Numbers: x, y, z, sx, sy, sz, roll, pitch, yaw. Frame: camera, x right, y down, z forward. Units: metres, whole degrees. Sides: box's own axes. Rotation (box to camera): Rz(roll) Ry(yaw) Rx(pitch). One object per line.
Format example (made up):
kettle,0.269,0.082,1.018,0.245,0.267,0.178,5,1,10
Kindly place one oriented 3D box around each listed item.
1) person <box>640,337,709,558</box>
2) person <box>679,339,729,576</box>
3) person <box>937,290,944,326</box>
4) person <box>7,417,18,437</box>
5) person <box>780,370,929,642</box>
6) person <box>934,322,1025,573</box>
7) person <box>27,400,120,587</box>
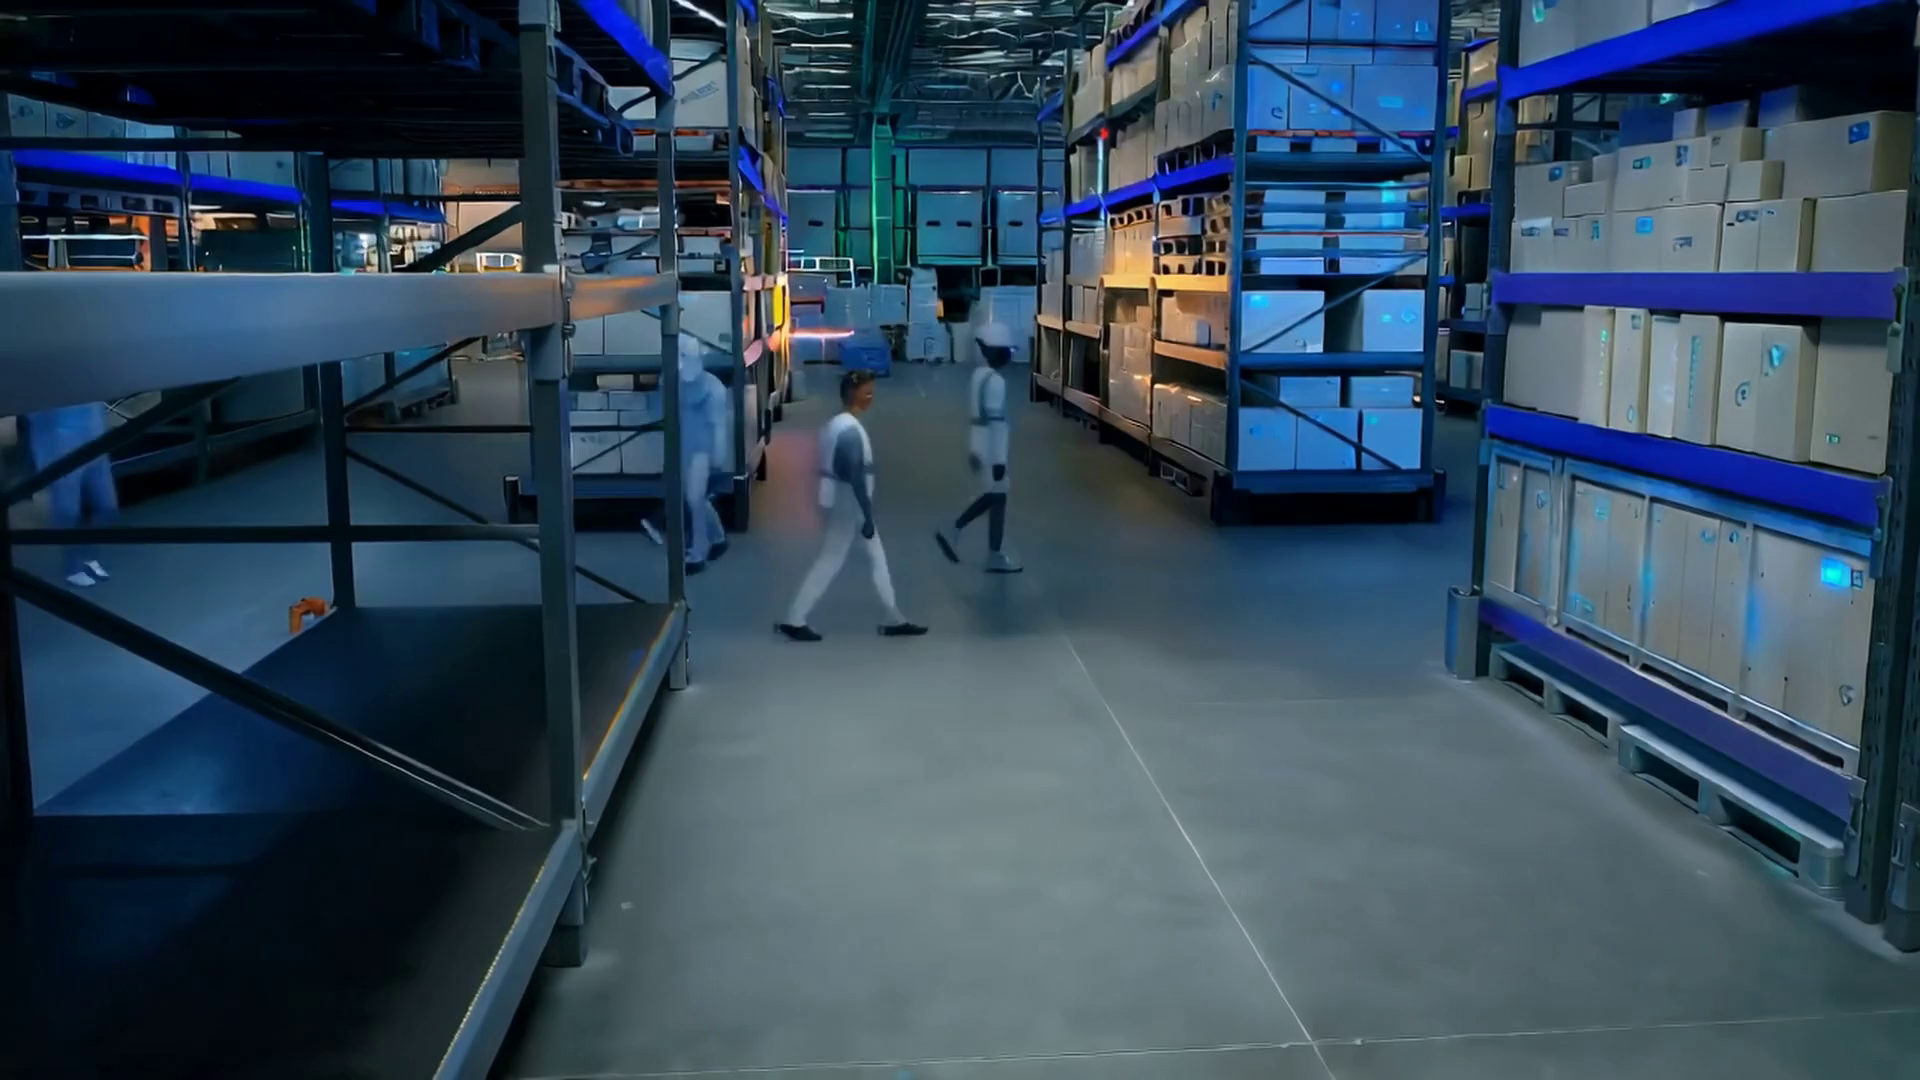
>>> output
person,-2.393,-0.785,14.167,0.622,1.885,0.687,0,9,-1
person,-2.093,-0.693,13.588,0.673,1.903,0.798,8,12,42
person,-0.839,-7.949,59.219,0.635,1.878,1.050,5,10,27
person,-13.642,-2.313,24.445,0.740,1.660,0.546,-9,12,-43
person,-0.728,-0.215,10.894,0.983,1.799,0.588,-1,9,-7
person,0.180,-0.730,13.362,0.622,2.030,0.618,-2,9,-15
person,-6.801,-0.572,12.802,0.428,1.890,0.679,4,10,26
